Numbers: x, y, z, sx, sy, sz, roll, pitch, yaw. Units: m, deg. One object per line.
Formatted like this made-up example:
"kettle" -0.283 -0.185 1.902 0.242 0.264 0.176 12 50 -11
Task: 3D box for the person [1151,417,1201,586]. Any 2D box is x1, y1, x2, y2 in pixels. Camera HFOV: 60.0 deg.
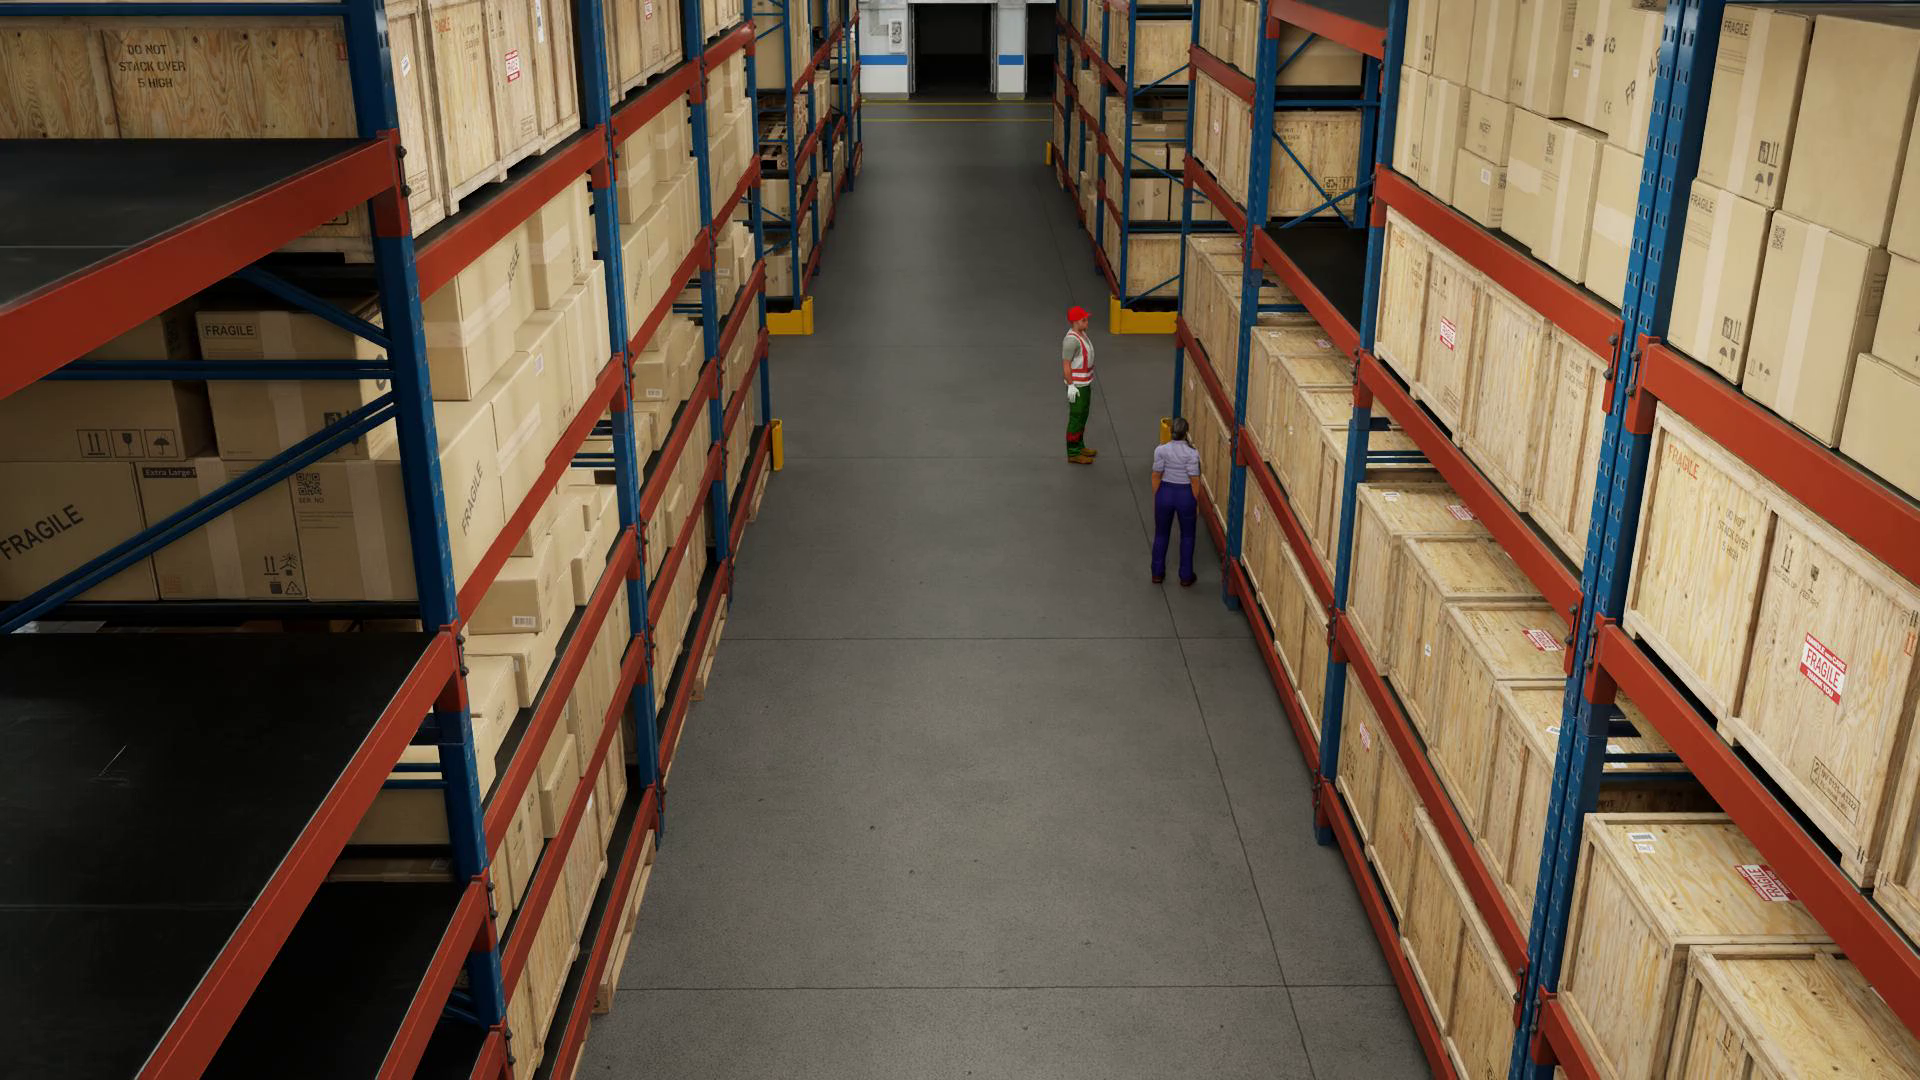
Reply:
"person" 2.038 -0.375 15.628 0.465 1.647 0.373 7 23 18

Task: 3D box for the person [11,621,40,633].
"person" -7.127 0.837 12.493 0.468 1.691 0.373 -6 22 -15

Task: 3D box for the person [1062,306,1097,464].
"person" 1.381 -1.782 18.998 0.394 1.794 0.536 6 22 15
